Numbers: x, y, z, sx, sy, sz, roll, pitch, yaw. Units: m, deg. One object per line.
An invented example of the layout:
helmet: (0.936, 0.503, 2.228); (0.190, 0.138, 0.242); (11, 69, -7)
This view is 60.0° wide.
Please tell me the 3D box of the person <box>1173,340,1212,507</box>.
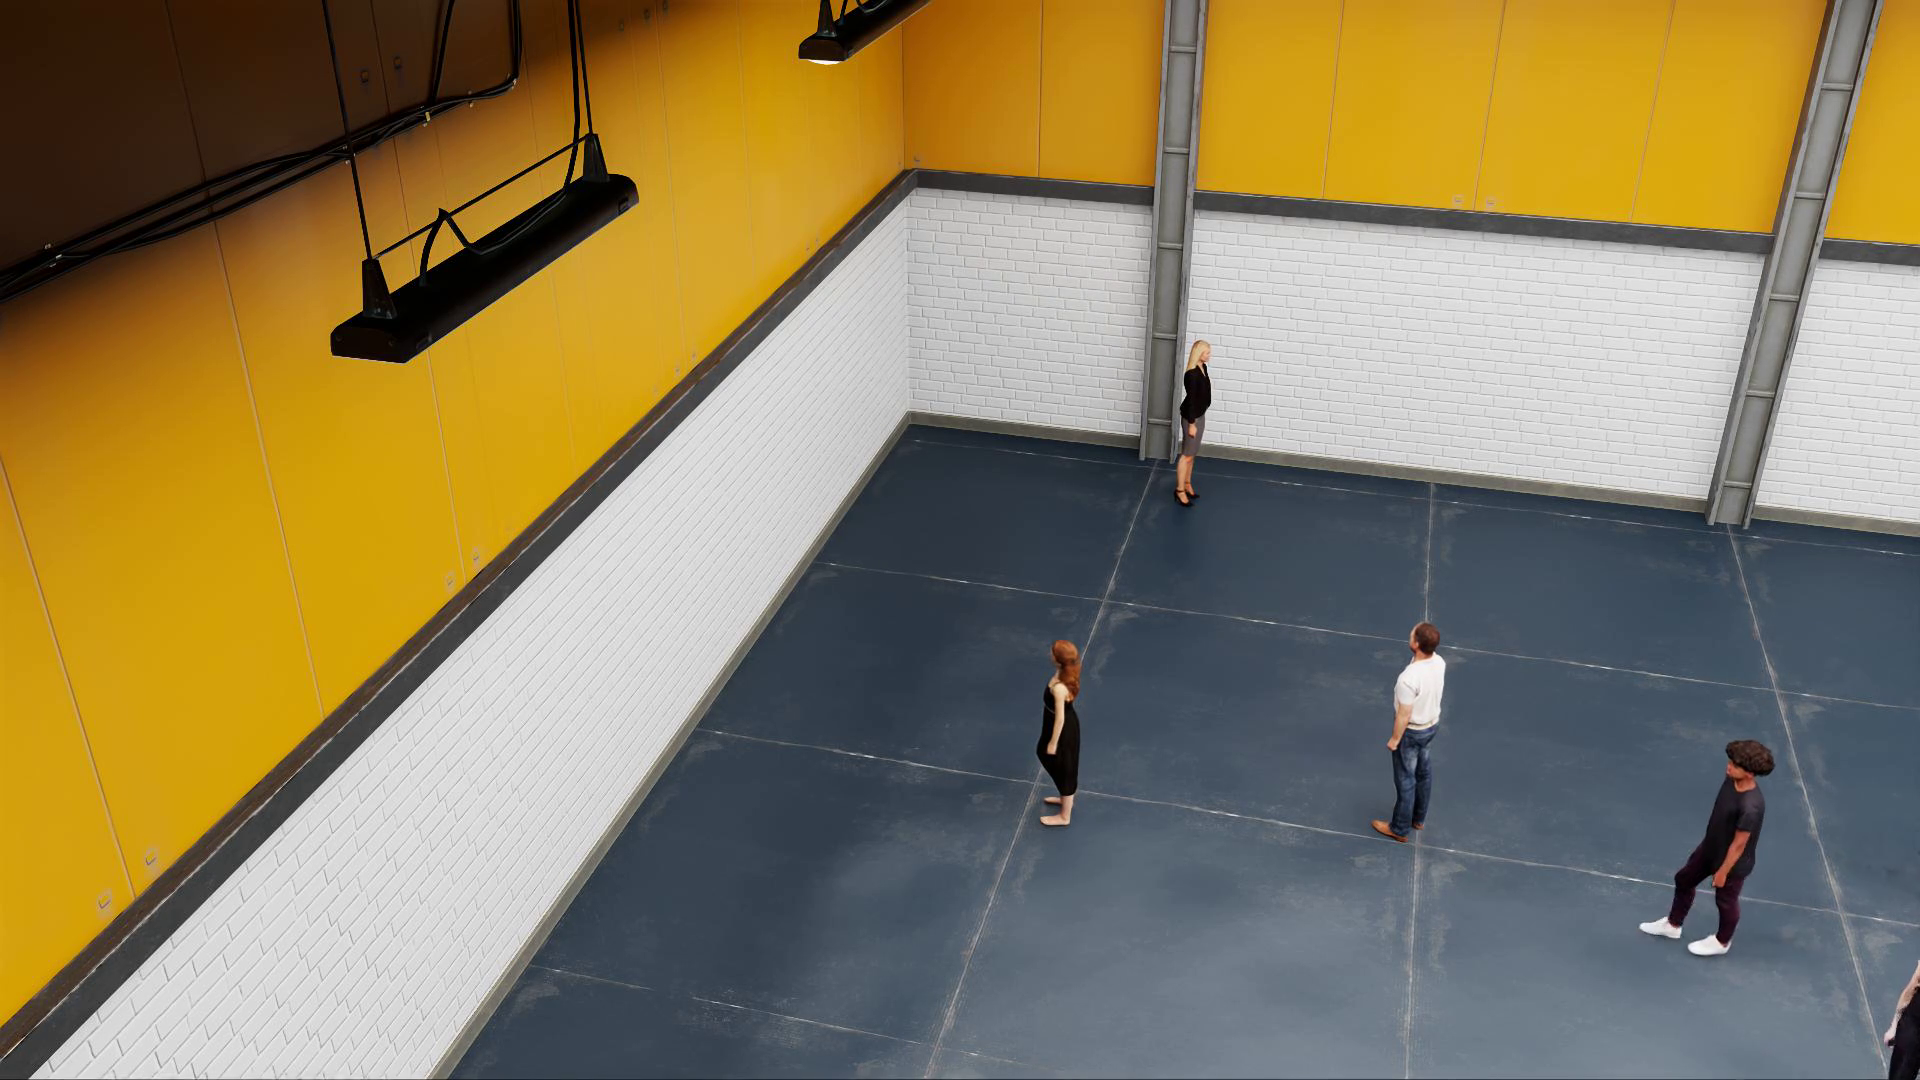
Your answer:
person: (2.427, -1.226, 17.388); (0.572, 1.843, 0.619); (11, 30, 19)

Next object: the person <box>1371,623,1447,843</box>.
person: (3.431, 1.437, 12.492); (0.752, 1.855, 0.776); (-22, 35, -34)

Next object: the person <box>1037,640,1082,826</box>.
person: (0.789, 1.459, 12.693); (0.546, 1.626, 0.557); (7, 29, 13)

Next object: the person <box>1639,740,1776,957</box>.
person: (5.307, 2.117, 11.340); (0.868, 1.766, 0.749); (1, 29, 2)
